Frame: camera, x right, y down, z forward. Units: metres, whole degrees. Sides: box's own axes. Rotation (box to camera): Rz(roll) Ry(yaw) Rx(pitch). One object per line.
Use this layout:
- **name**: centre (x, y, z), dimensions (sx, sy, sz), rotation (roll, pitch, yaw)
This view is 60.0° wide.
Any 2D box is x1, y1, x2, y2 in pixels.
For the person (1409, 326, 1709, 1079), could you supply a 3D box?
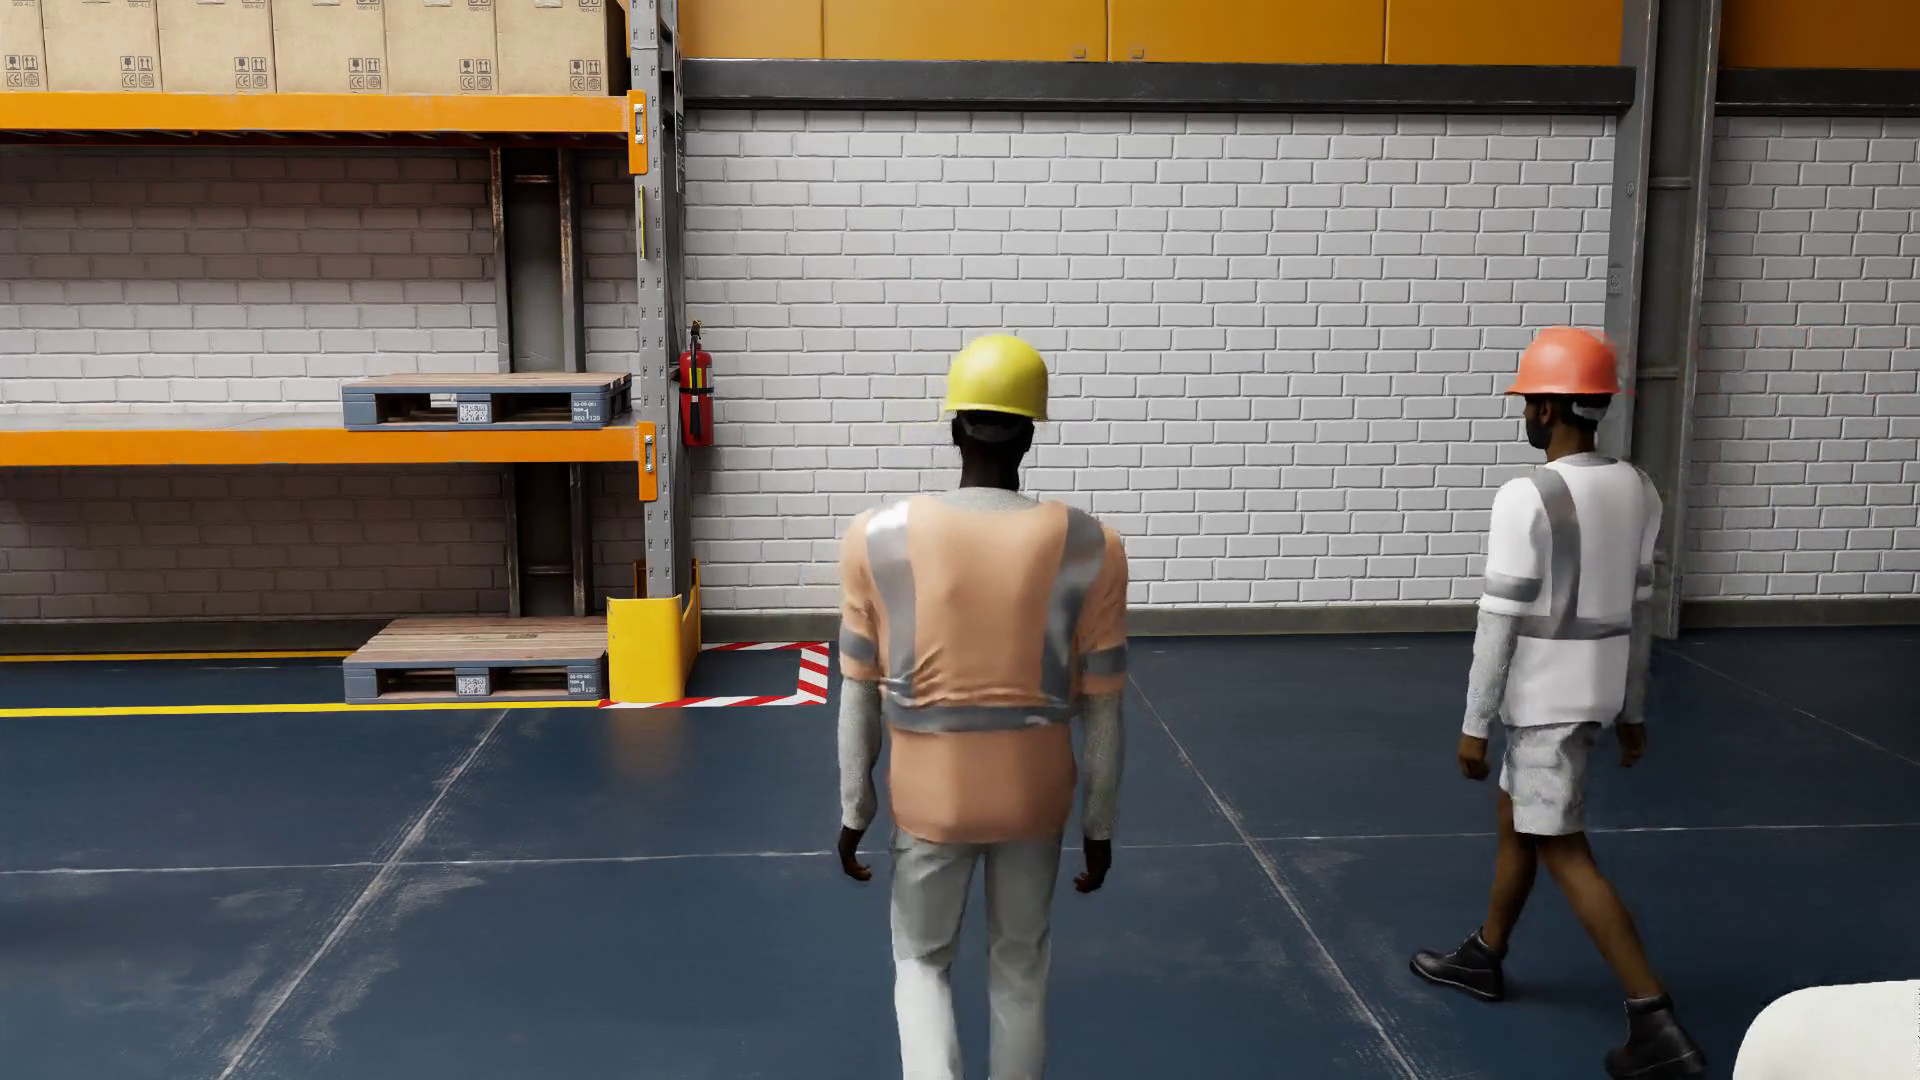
- **person**: centre (1.584, 0.404, 4.276), dimensions (0.555, 1.903, 0.962), rotation (-6, 11, -33)

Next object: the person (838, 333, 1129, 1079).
- **person**: centre (0.046, 0.536, 3.412), dimensions (0.603, 1.907, 0.545), rotation (0, 9, -1)

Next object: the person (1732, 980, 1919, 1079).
- **person**: centre (0.859, 0.946, 1.351), dimensions (0.537, 1.737, 0.619), rotation (5, 11, 31)
